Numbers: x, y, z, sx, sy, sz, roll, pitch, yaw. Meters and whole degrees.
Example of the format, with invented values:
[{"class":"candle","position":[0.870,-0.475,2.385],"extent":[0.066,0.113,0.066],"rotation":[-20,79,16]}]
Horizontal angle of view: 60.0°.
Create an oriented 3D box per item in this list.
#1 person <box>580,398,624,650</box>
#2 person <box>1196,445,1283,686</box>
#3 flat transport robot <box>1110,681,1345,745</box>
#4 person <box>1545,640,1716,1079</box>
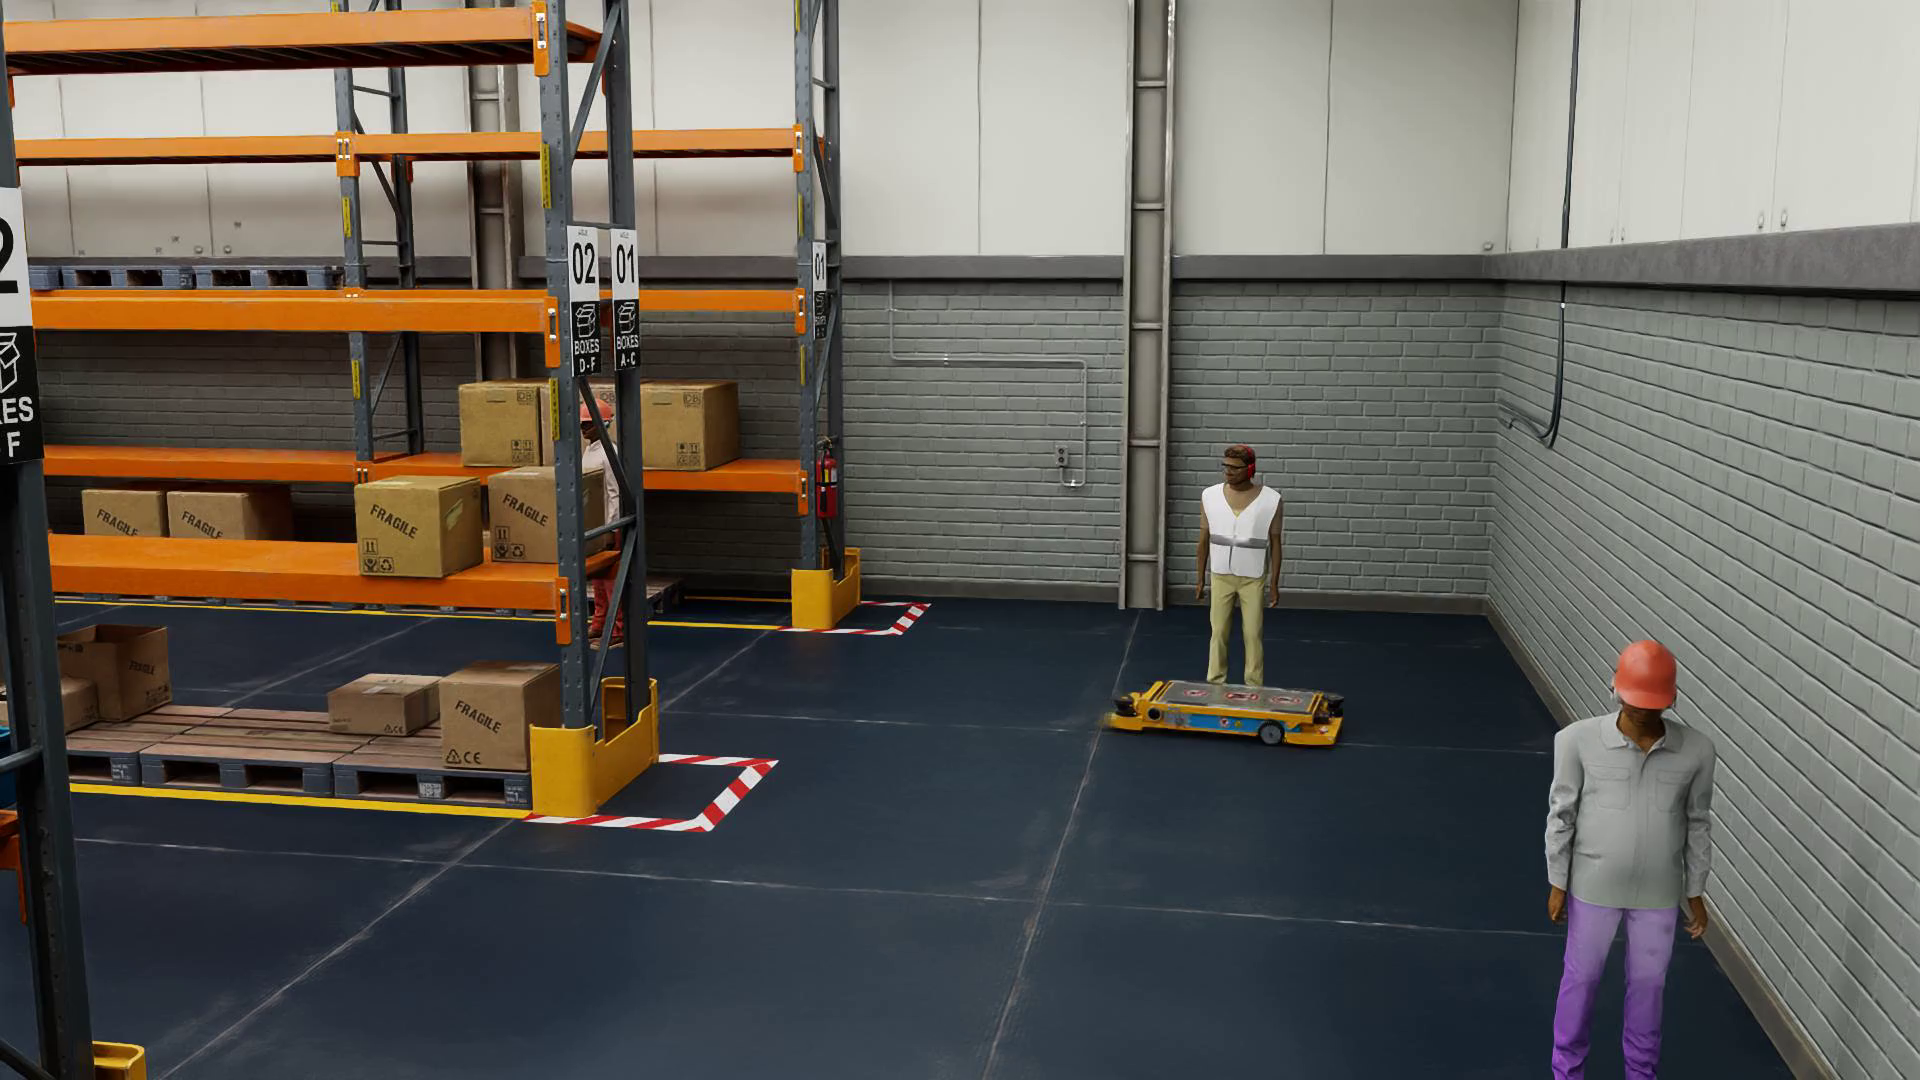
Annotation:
[{"class":"person","position":[-2.863,-0.129,13.228],"extent":[0.378,1.995,0.612],"rotation":[-6,11,-34]},{"class":"person","position":[1.889,0.264,11.259],"extent":[0.571,1.839,0.372],"rotation":[4,10,21]},{"class":"flat transport robot","position":[1.756,1.111,10.867],"extent":[1.431,0.197,0.652],"rotation":[3,10,18]},{"class":"person","position":[2.326,1.195,5.785],"extent":[0.562,1.742,0.338],"rotation":[1,9,7]}]
